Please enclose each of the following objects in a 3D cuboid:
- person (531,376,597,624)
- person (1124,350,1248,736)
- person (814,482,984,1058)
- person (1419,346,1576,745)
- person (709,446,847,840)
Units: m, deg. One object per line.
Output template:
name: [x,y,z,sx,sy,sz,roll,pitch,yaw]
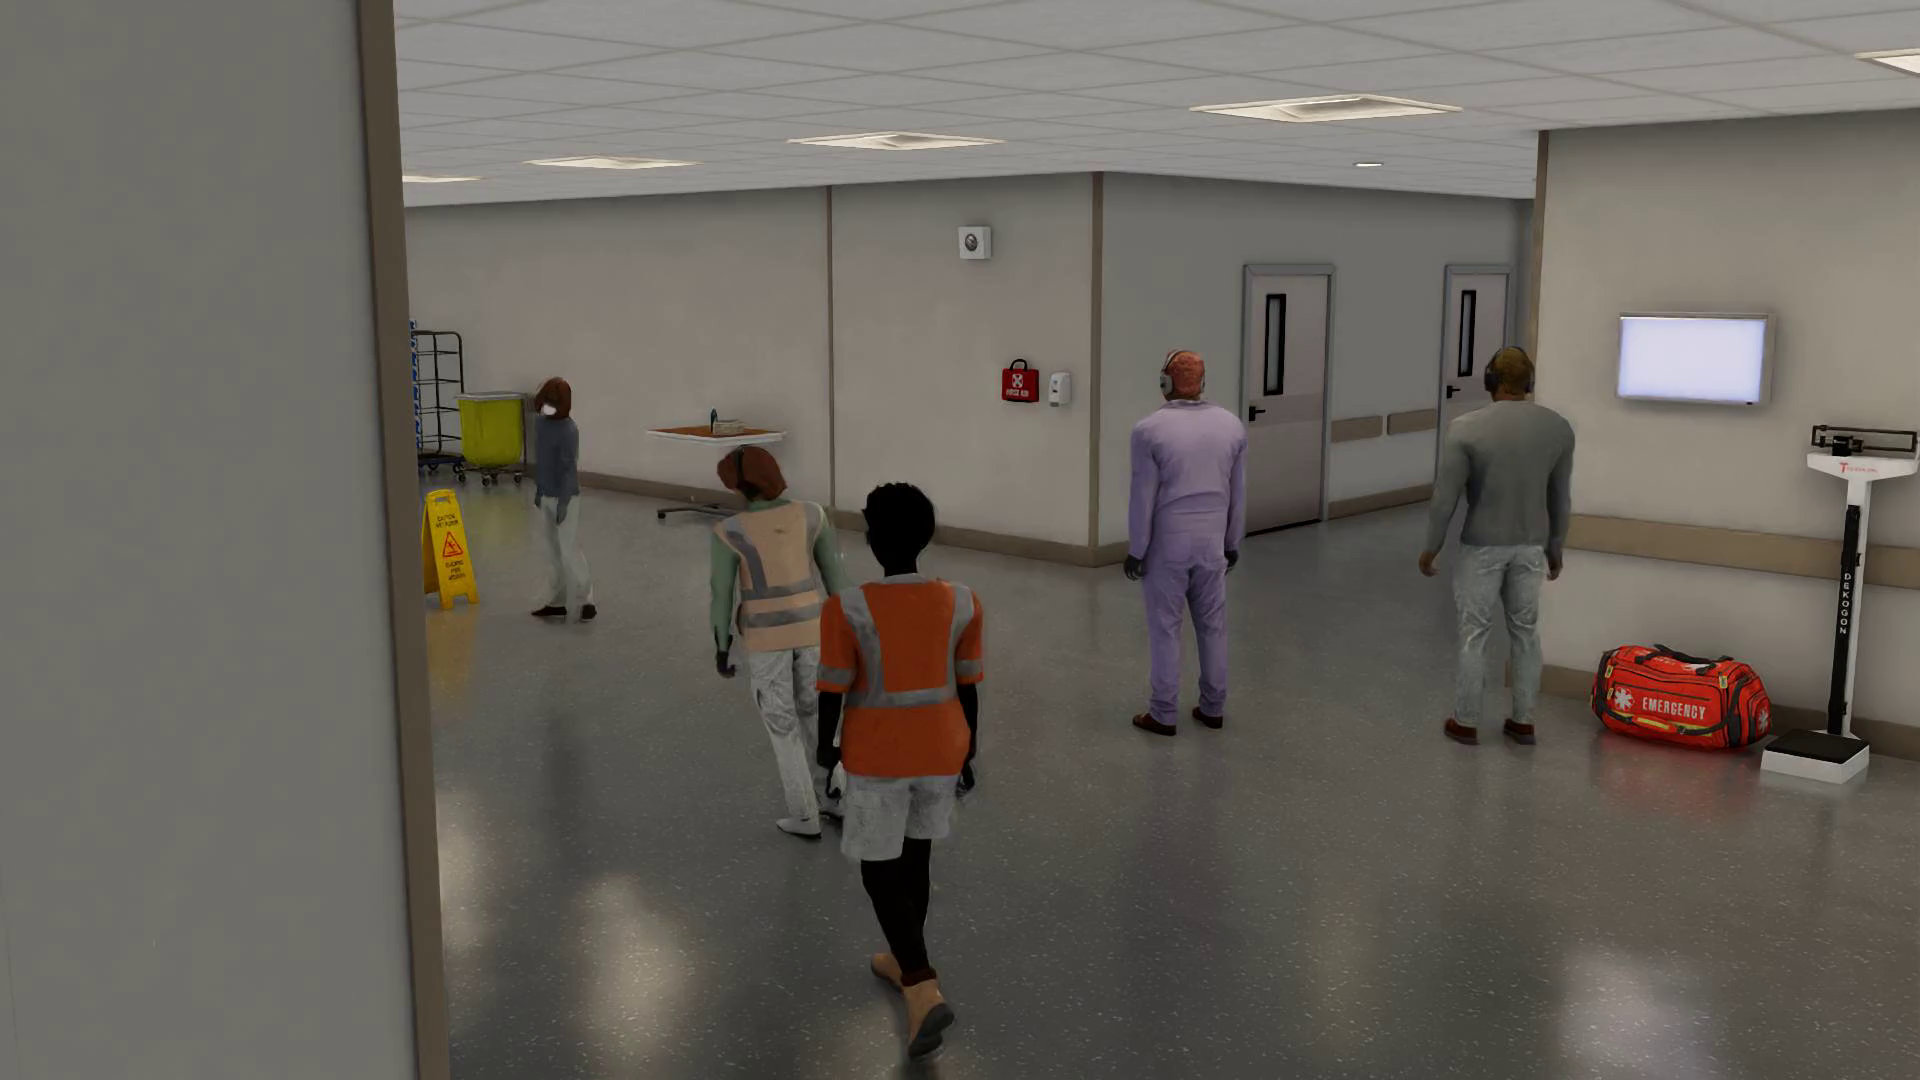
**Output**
person: [-2.607,-0.260,10.825,0.329,1.616,0.603,-7,12,-36]
person: [1.099,0.013,8.251,0.651,1.904,0.402,-4,10,-23]
person: [-0.148,0.665,4.969,0.537,1.670,0.784,-4,10,-24]
person: [2.586,0.039,8.014,0.715,1.929,0.378,-1,9,-4]
person: [-0.715,0.416,6.695,0.577,1.596,0.362,-6,11,-31]
